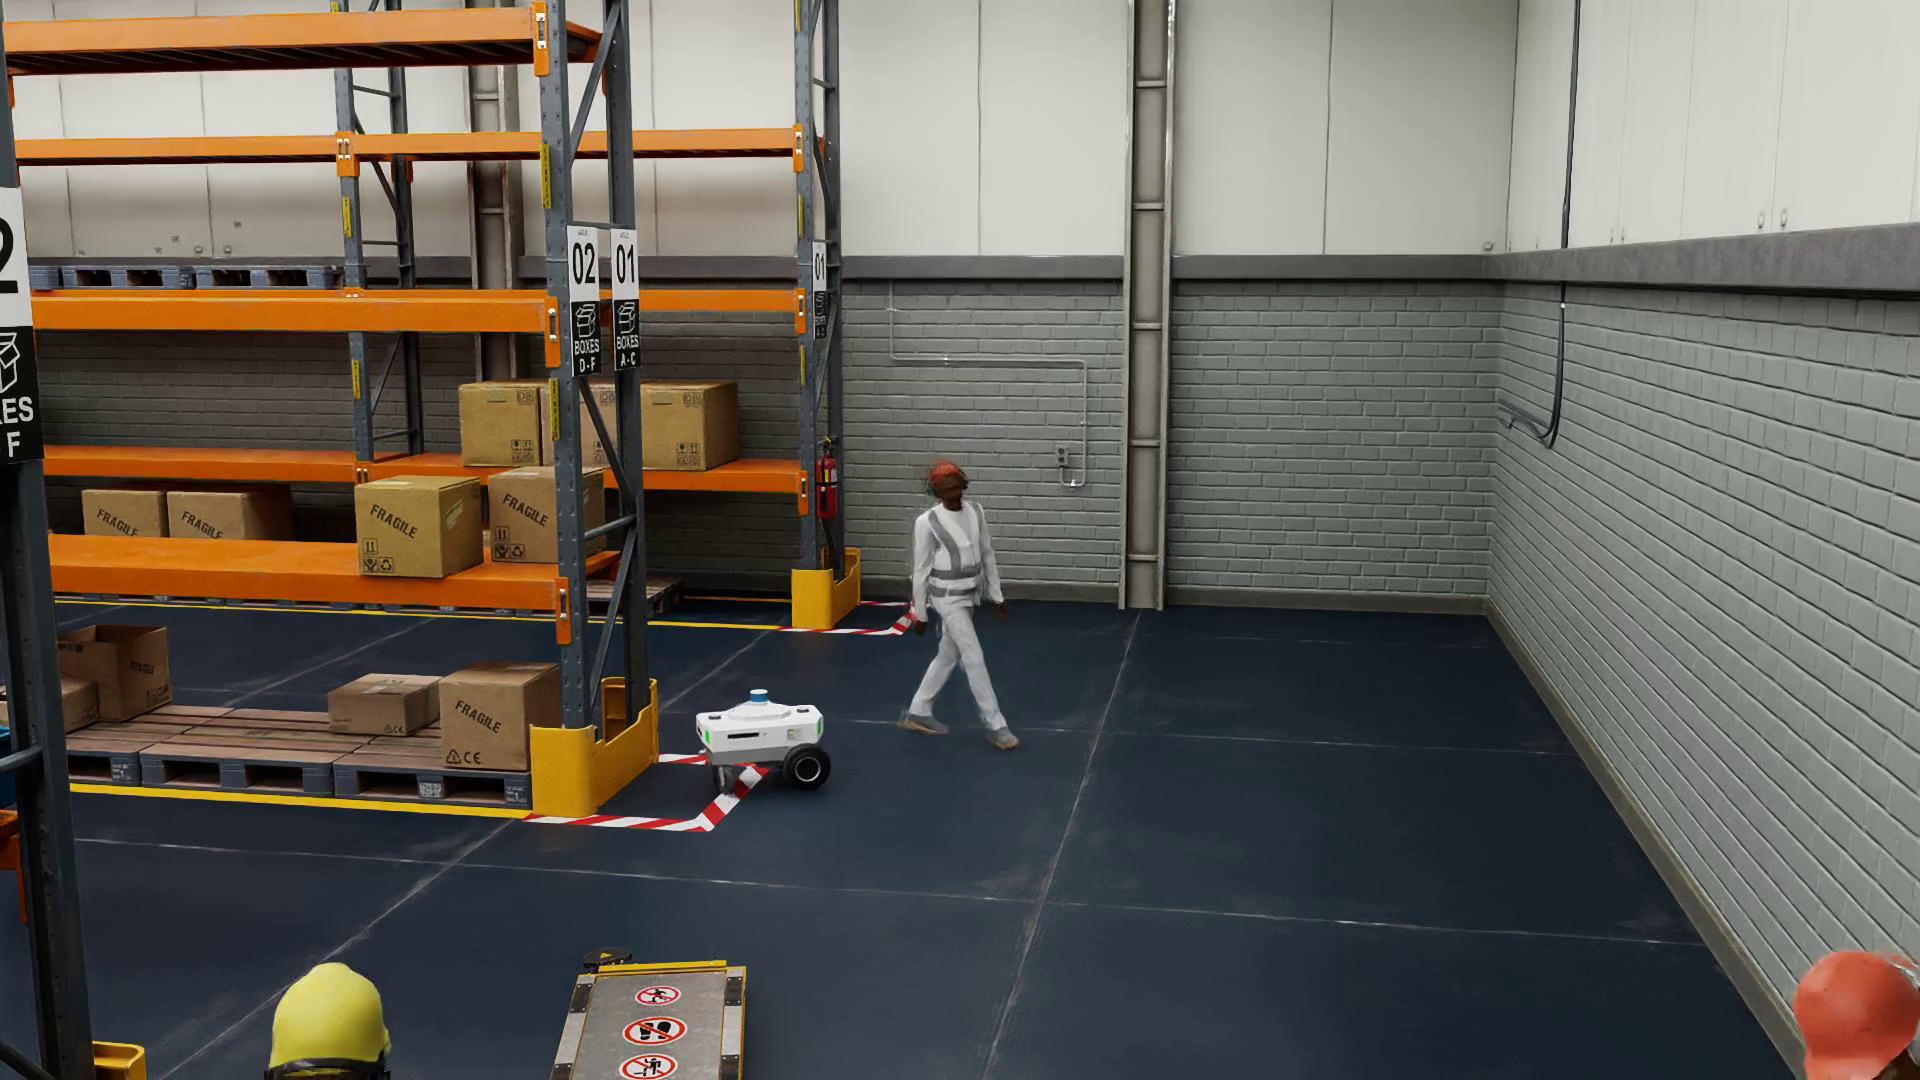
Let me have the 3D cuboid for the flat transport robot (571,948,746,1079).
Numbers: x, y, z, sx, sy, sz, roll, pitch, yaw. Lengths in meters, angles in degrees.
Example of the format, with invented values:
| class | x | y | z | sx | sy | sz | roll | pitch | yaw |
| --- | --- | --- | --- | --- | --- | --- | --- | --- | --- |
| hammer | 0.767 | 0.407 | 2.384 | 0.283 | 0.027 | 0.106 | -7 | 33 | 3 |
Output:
| class | x | y | z | sx | sy | sz | roll | pitch | yaw |
| --- | --- | --- | --- | --- | --- | --- | --- | --- | --- |
| flat transport robot | -1.131 | 1.870 | 6.159 | 0.652 | 0.197 | 1.431 | -1 | 9 | -6 |

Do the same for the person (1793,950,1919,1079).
| class | x | y | z | sx | sy | sz | roll | pitch | yaw |
| --- | --- | --- | --- | --- | --- | --- | --- | --- | --- |
| person | 1.892 | 1.618 | 3.311 | 0.670 | 1.702 | 0.332 | 0 | 9 | -2 |

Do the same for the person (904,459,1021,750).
| class | x | y | z | sx | sy | sz | roll | pitch | yaw |
| --- | --- | --- | --- | --- | --- | --- | --- | --- | --- |
| person | -0.014 | 0.393 | 10.494 | 0.905 | 1.830 | 0.569 | 5 | 11 | 30 |

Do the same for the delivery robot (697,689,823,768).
| class | x | y | z | sx | sy | sz | roll | pitch | yaw |
| --- | --- | --- | --- | --- | --- | --- | --- | --- | --- |
| delivery robot | -1.168 | 1.114 | 9.682 | 0.707 | 0.478 | 0.477 | -3 | 10 | -16 |

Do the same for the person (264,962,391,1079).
| class | x | y | z | sx | sy | sz | roll | pitch | yaw |
| --- | --- | --- | --- | --- | --- | --- | --- | --- | --- |
| person | -1.087 | 1.656 | 2.972 | 0.537 | 1.738 | 0.759 | -3 | 10 | -18 |
